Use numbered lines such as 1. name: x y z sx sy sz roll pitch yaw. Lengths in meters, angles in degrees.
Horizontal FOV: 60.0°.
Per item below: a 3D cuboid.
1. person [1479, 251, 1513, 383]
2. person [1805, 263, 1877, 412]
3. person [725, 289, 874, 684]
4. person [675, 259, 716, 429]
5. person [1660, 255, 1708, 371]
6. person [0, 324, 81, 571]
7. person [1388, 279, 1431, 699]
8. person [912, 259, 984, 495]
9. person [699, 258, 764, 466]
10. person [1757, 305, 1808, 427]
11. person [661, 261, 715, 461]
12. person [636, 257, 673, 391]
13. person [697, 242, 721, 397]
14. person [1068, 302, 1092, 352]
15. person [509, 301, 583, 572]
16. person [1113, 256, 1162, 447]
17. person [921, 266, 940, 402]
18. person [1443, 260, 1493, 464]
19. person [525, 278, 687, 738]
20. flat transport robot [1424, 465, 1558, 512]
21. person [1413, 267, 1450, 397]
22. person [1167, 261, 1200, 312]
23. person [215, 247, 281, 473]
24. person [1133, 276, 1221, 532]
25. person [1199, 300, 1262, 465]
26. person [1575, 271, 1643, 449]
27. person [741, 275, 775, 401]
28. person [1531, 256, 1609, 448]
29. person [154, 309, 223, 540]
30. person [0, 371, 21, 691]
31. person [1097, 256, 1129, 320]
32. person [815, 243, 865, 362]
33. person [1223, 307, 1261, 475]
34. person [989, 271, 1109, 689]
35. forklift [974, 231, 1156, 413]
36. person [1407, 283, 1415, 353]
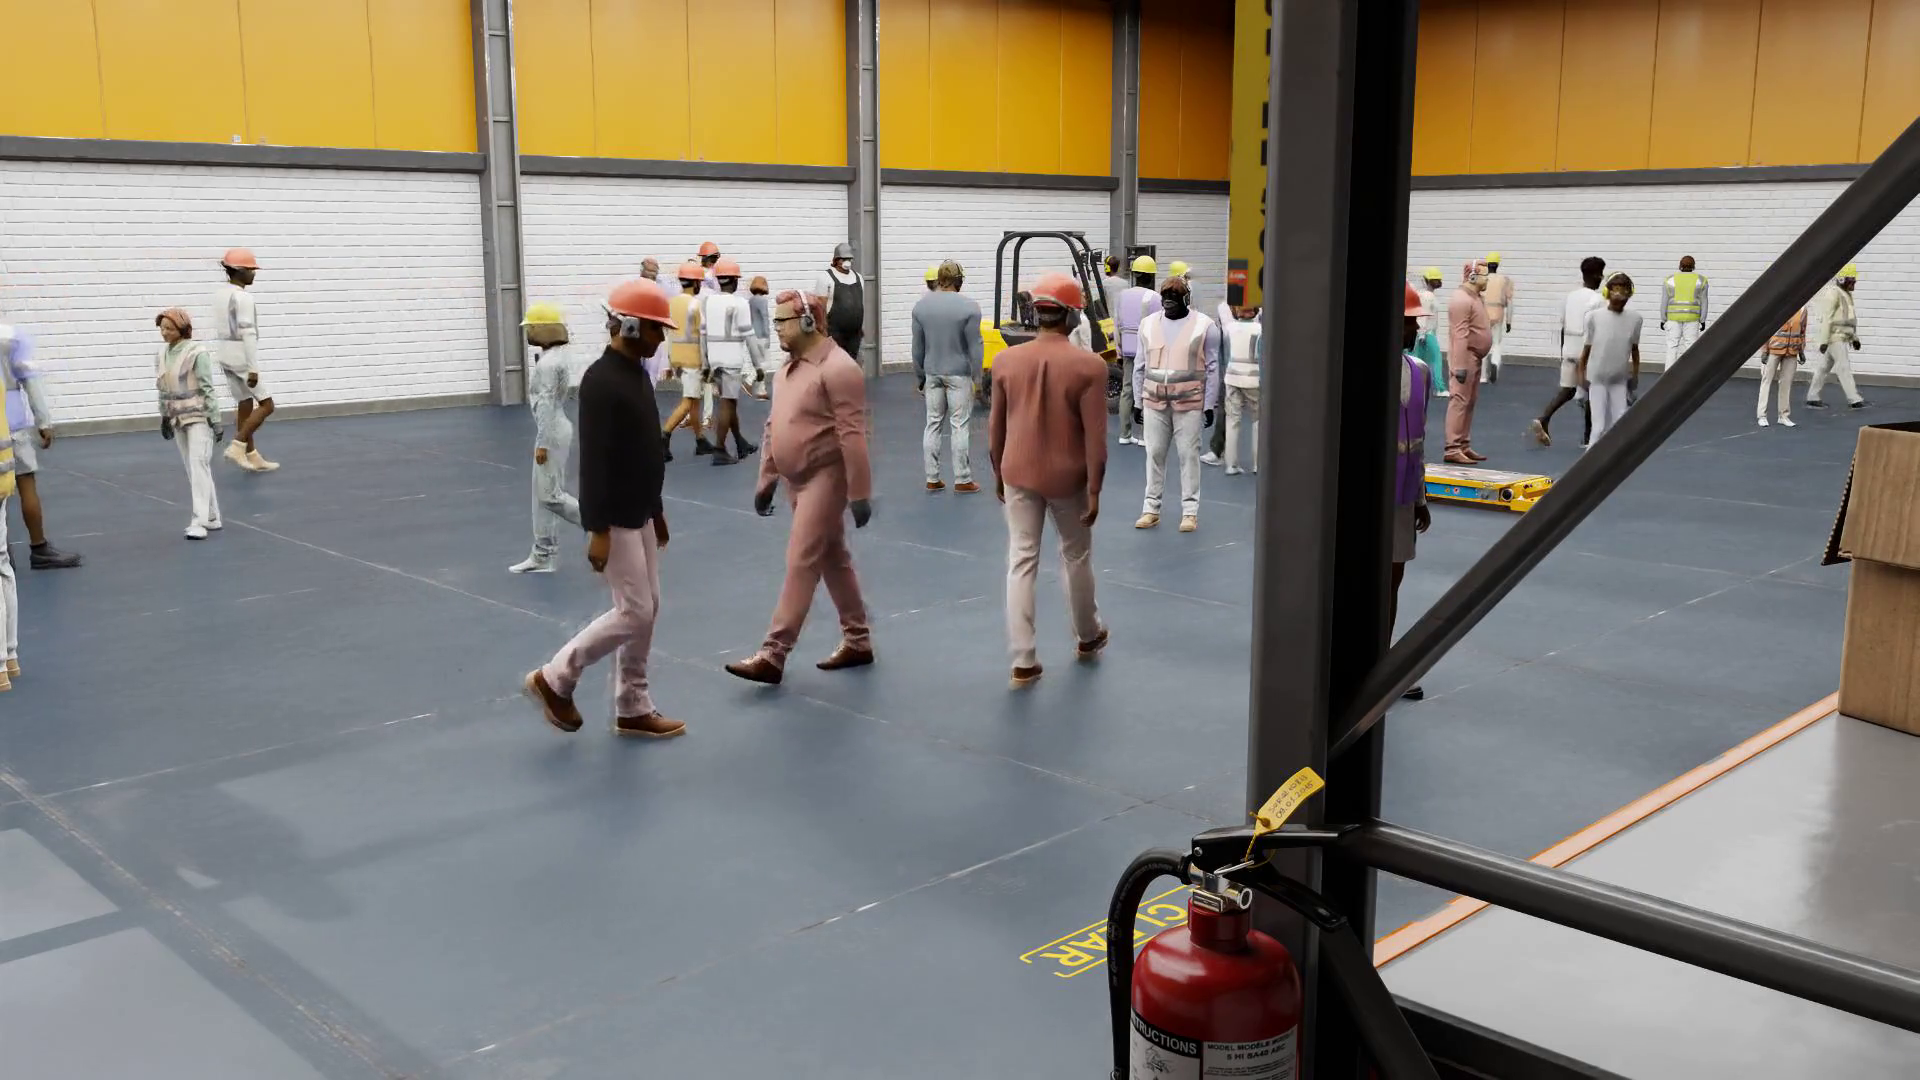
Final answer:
1. person: 7.616 -3.187 23.876 0.599 1.909 0.666 2 11 11
2. person: 10.772 -2.456 20.195 0.884 1.788 0.615 9 14 41
3. person: -0.809 -0.251 7.968 0.942 1.862 0.676 -6 12 -32
4. person: -2.924 -2.154 18.353 0.514 1.873 0.329 2 11 13
5. person: 10.444 -3.177 24.013 0.637 1.840 0.429 5 11 24
6. person: -6.076 -0.728 10.560 0.732 1.898 0.348 -6 12 -29
7. person: 1.931 -0.213 7.573 0.548 1.942 0.348 -6 12 -30
8. person: -0.094 -1.340 13.730 0.635 1.937 0.354 5 12 26
9. person: -2.079 -1.673 15.617 0.569 1.911 0.827 8 13 37
10. person: 9.197 -2.083 18.601 0.513 1.639 0.311 0 10 -2
11. person: -2.643 -1.713 15.880 0.543 1.895 0.945 8 13 38
12. person: -3.864 -2.567 20.624 0.643 1.871 0.803 -1 10 -3
13. person: -3.296 -2.919 22.052 0.382 2.045 0.605 6 12 28
14. person: 1.211 -1.862 17.546 0.896 1.587 0.518 -5 12 -27
15. person: -2.515 -0.637 10.455 0.652 1.725 0.493 -2 11 -12
16. person: 1.829 -1.905 16.841 0.380 1.924 0.593 -10 14 -44
17. person: -0.276 -2.661 21.452 0.542 1.738 0.551 8 13 38
18. person: 4.785 -1.666 15.616 0.401 1.902 0.649 6 12 29
19. person: -1.457 -0.105 6.934 0.600 1.961 0.663 1 10 5
20. flat transport robot: 4.113 -0.433 13.337 0.652 0.197 1.431 -10 14 -44
21. person: 6.139 -2.756 22.043 0.904 1.727 0.531 3 11 18
22. person: 2.948 -2.753 21.835 0.510 1.789 0.710 3 11 14
23. person: -6.370 -1.584 14.809 0.636 2.031 0.490 9 14 42
24. person: 1.544 -0.979 12.026 0.631 1.842 0.428 5 11 23
25. person: 2.658 -1.629 15.533 0.616 1.862 1.029 9 14 40
26. person: 5.315 -1.285 13.692 0.539 1.844 0.515 0 10 2
27. person: -2.620 -2.594 21.423 0.417 1.613 0.530 -6 12 -28
28. person: 6.150 -1.861 16.602 0.840 1.940 0.601 -5 11 -25
29. person: -5.453 -0.810 11.729 0.598 1.618 0.529 6 12 29
30. person: -4.658 -0.198 7.769 0.430 1.845 0.619 -3 11 -16
31. person: 2.018 -2.986 22.985 0.546 1.840 0.800 -7 13 -35
32. person: -1.460 -2.740 21.085 0.675 2.000 0.537 -8 13 -36
33. person: 2.576 -1.385 14.837 0.528 1.632 0.466 9 14 41
34. person: 0.450 -0.314 8.083 0.630 1.946 0.973 3 11 18
35. forklift: 1.222 -2.721 20.561 2.313 2.155 1.214 2 11 13
36. person: 5.114 -2.471 19.908 0.644 1.945 1.020 4 11 19
